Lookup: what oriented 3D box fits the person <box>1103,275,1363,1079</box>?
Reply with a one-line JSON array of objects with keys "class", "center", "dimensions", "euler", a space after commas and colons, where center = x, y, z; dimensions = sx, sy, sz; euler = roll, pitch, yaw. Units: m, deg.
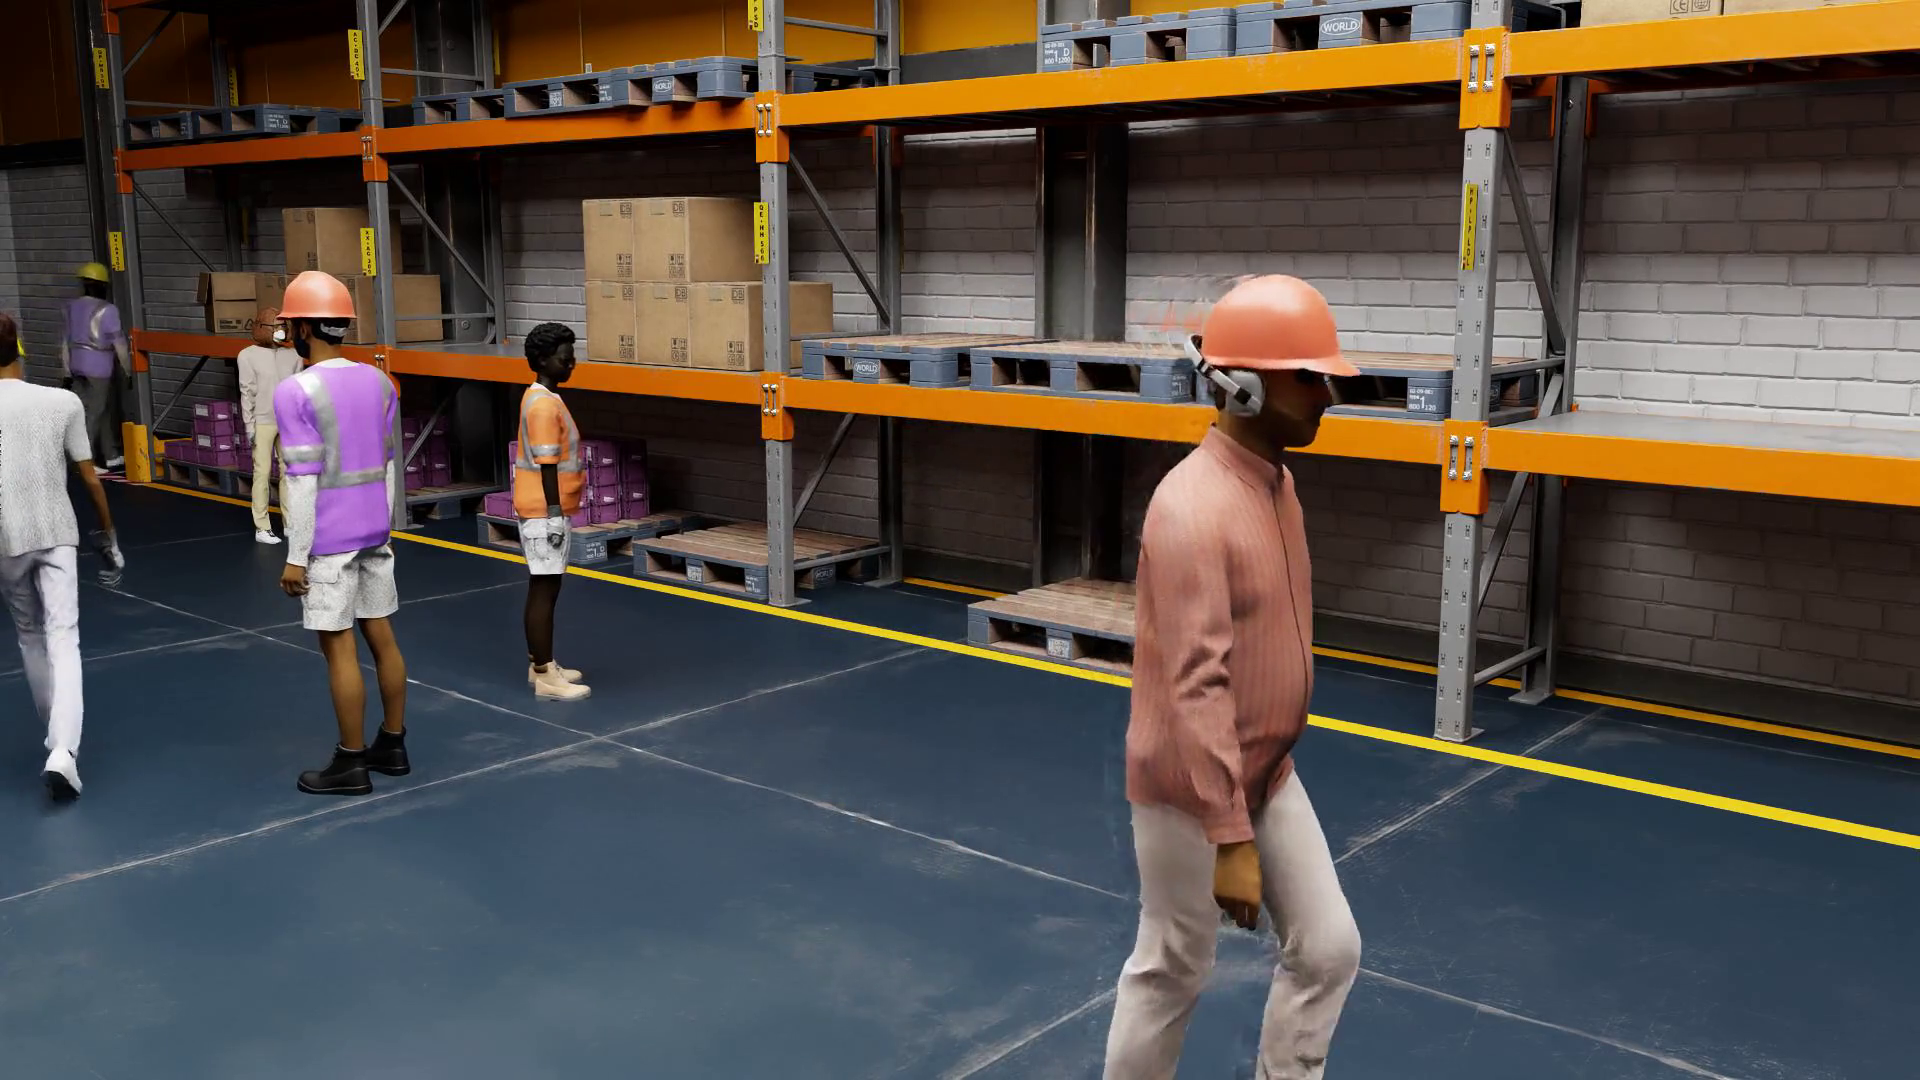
[{"class": "person", "center": [0.601, 0.481, 3.248], "dimensions": [0.751, 1.964, 0.662], "euler": [6, 11, 29]}]

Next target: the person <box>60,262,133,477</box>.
[{"class": "person", "center": [-7.673, -1.535, 14.947], "dimensions": [0.599, 1.897, 0.817], "euler": [4, 11, 23]}]

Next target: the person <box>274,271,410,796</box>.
[{"class": "person", "center": [-2.315, -0.017, 6.169], "dimensions": [0.376, 1.939, 0.547], "euler": [4, 11, 21]}]

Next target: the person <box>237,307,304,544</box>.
[{"class": "person", "center": [-4.713, -0.782, 11.465], "dimensions": [0.282, 1.610, 0.492], "euler": [7, 12, 35]}]

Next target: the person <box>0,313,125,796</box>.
[{"class": "person", "center": [-3.477, 0.034, 6.263], "dimensions": [0.576, 1.813, 0.968], "euler": [-5, 11, -28]}]

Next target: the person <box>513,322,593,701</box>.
[{"class": "person", "center": [-1.851, -0.131, 7.505], "dimensions": [0.321, 1.696, 0.537], "euler": [-3, 10, -16]}]
